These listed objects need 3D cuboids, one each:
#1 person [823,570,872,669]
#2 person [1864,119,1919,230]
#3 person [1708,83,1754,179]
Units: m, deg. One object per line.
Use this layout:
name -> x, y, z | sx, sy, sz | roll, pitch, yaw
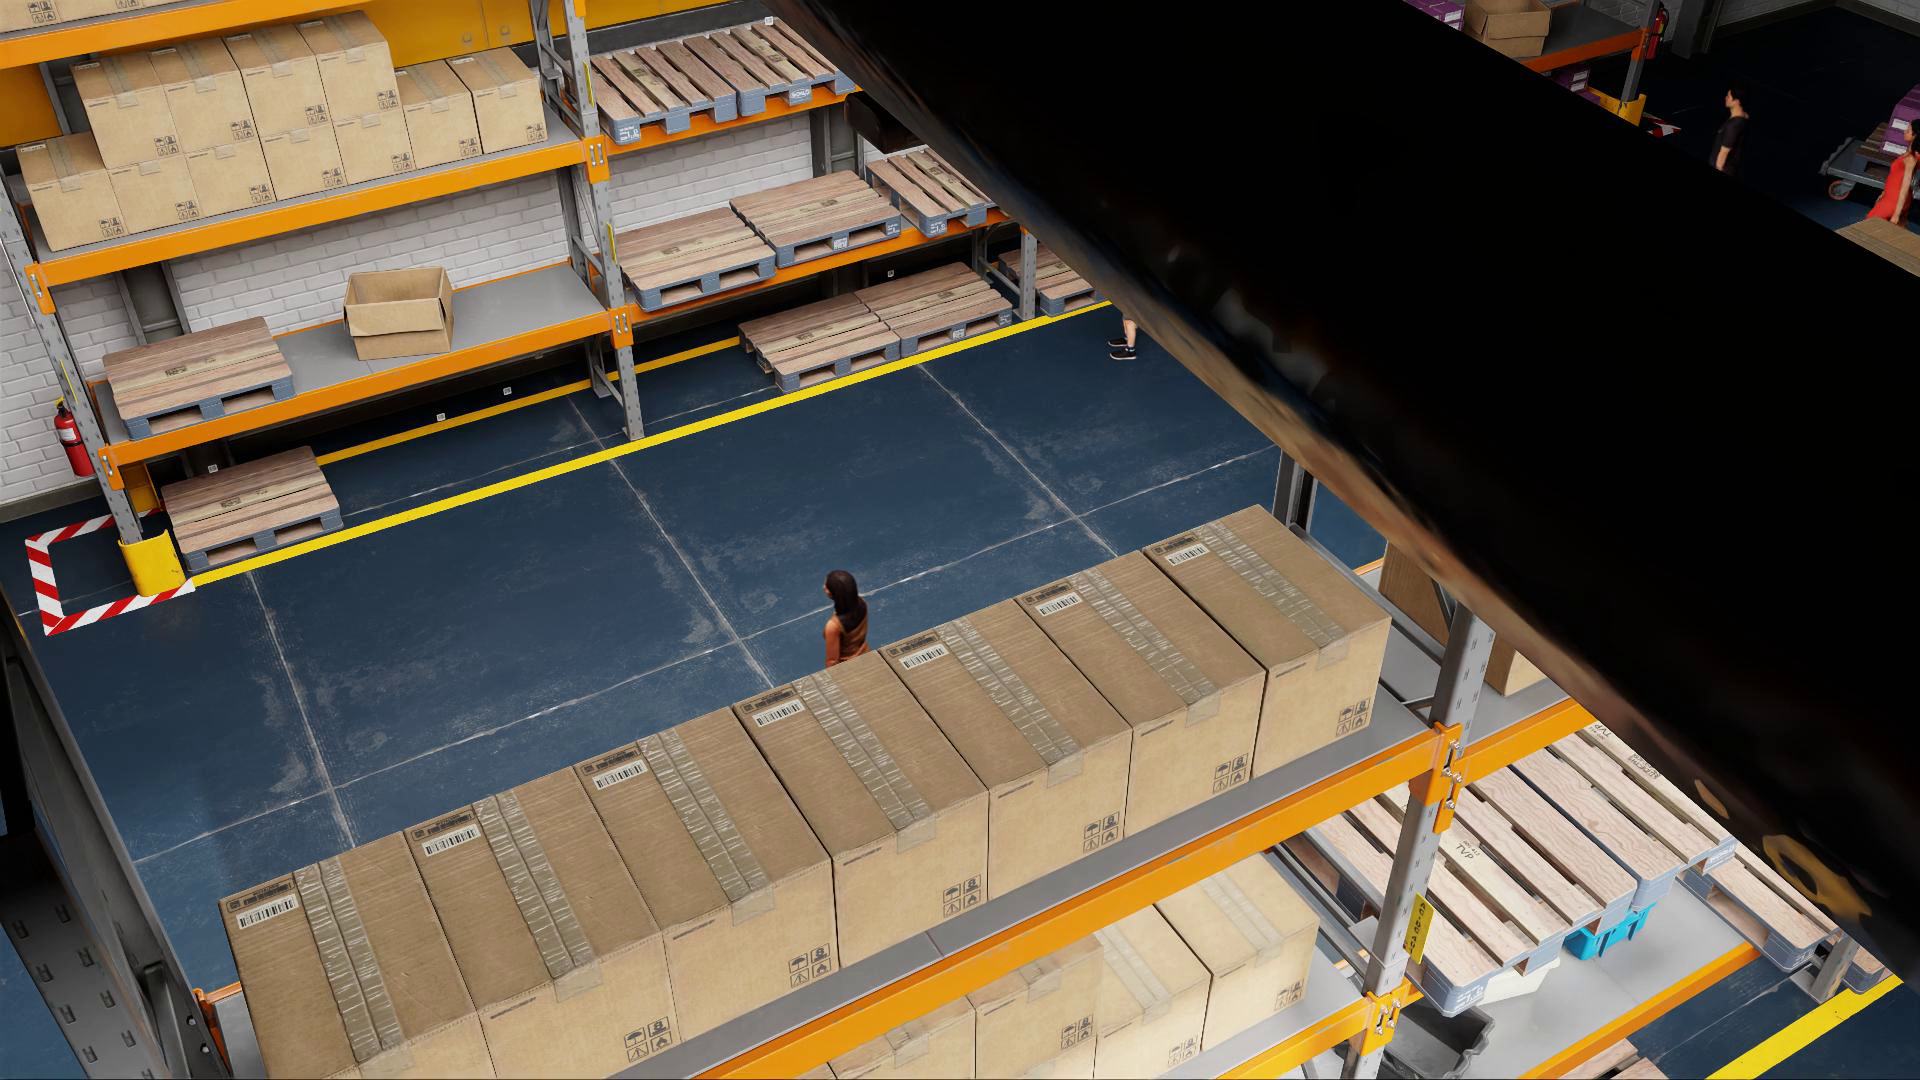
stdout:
person -> -0.720, 0.864, 10.911 | 0.705, 1.684, 0.610 | 18, 42, 21
person -> 9.081, -3.199, 16.011 | 1.036, 1.667, 1.157 | 21, 43, 25
person -> 7.659, -3.725, 16.637 | 0.753, 1.709, 0.623 | 24, 44, 27
